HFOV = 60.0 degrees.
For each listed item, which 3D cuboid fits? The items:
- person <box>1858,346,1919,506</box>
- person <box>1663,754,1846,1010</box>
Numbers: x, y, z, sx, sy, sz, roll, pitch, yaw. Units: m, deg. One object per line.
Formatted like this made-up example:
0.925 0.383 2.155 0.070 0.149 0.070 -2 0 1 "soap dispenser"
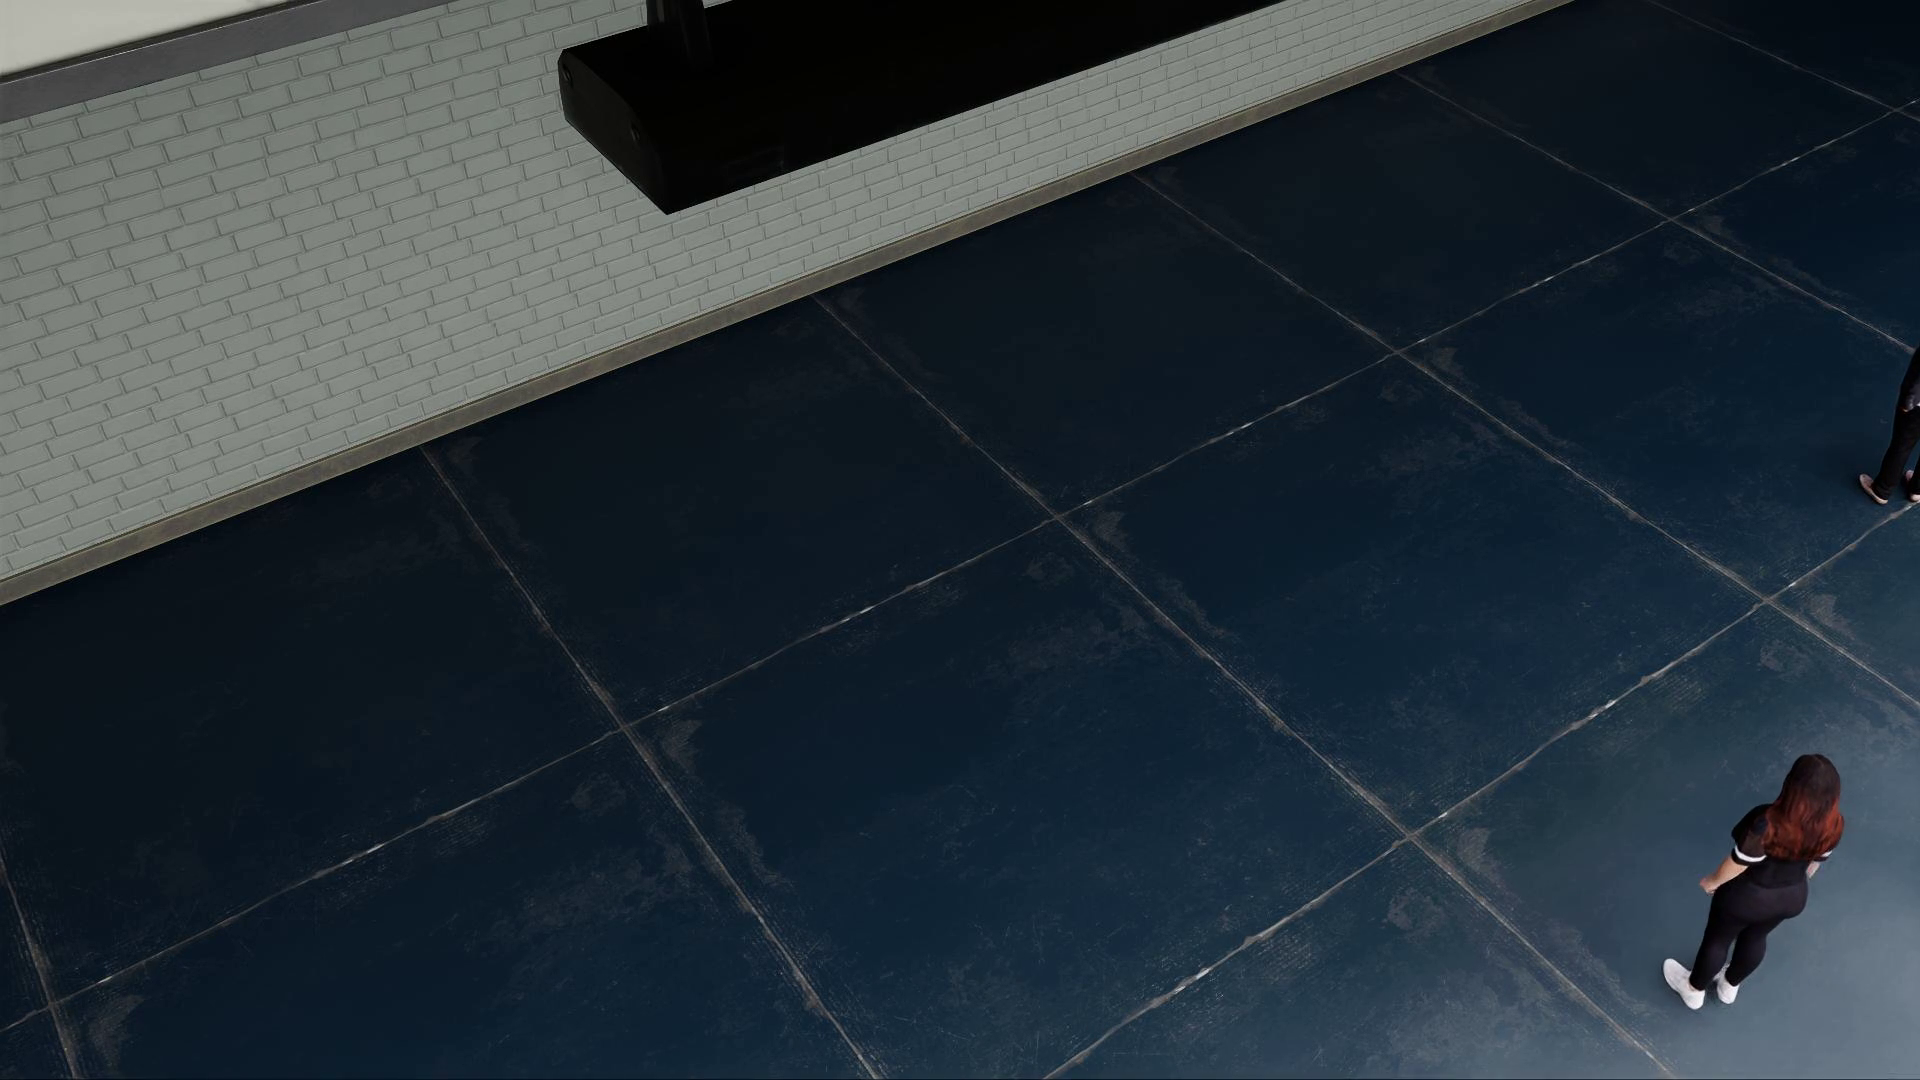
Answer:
5.907 -0.870 10.006 0.797 1.592 0.837 -1 43 -1 "person"
3.567 1.550 7.382 0.698 1.637 0.713 -8 44 -8 "person"
